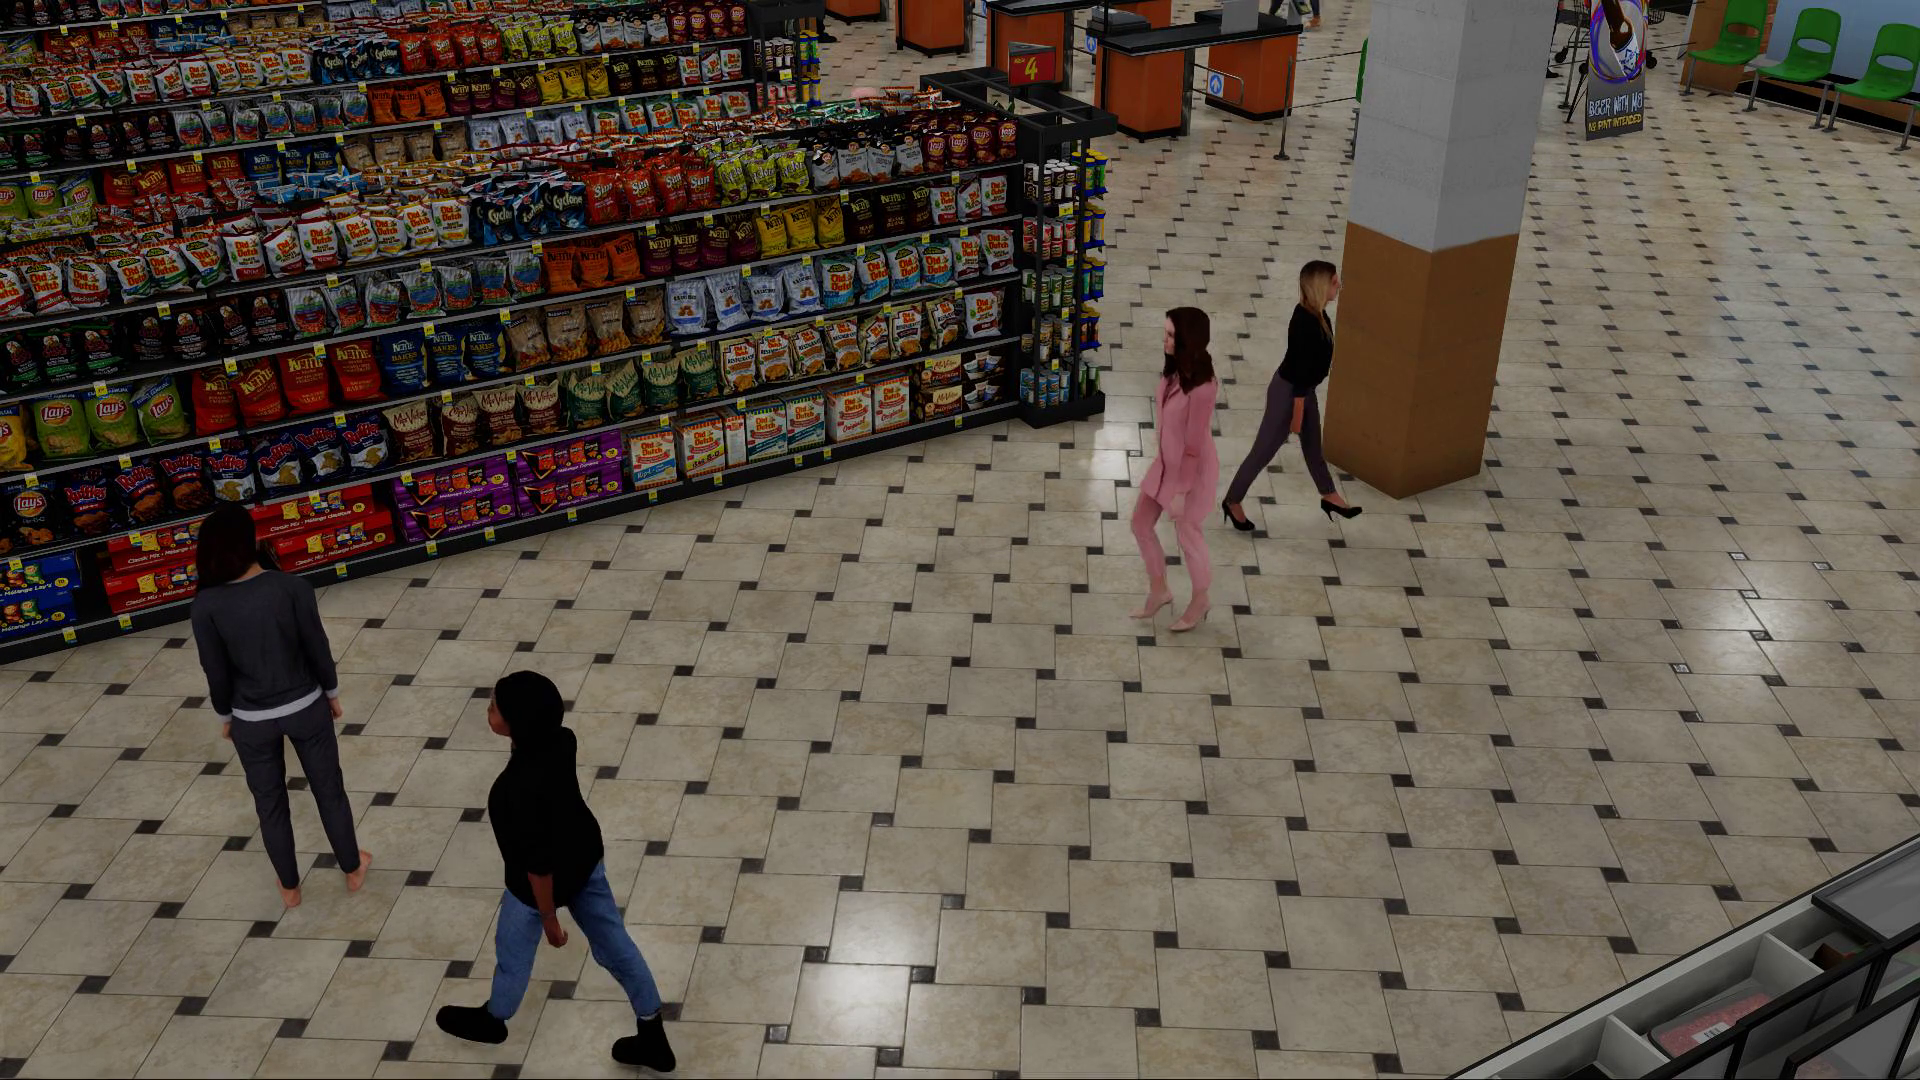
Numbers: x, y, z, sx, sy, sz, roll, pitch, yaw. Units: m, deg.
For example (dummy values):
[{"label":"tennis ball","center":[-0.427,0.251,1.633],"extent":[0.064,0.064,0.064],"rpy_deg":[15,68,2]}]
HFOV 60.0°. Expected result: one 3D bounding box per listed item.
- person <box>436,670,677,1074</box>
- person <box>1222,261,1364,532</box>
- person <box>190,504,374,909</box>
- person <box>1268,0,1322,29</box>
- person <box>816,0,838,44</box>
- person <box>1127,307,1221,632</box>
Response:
[{"label":"person","center":[-1.290,1.190,5.690],"extent":[1.142,1.661,1.094],"rpy_deg":[8,30,14]},{"label":"person","center":[1.772,-0.768,9.313],"extent":[1.084,1.626,1.011],"rpy_deg":[6,29,11]},{"label":"person","center":[-2.681,0.664,6.541],"extent":[0.488,1.770,0.699],"rpy_deg":[-11,31,-20]},{"label":"person","center":[4.466,-7.440,21.426],"extent":[1.236,1.729,0.896],"rpy_deg":[-4,29,-7]},{"label":"person","center":[-1.830,-7.237,20.953],"extent":[0.640,1.825,0.732],"rpy_deg":[-11,30,-19]},{"label":"person","center":[1.205,-0.328,8.344],"extent":[0.728,1.783,0.699],"rpy_deg":[-10,30,-17]}]
